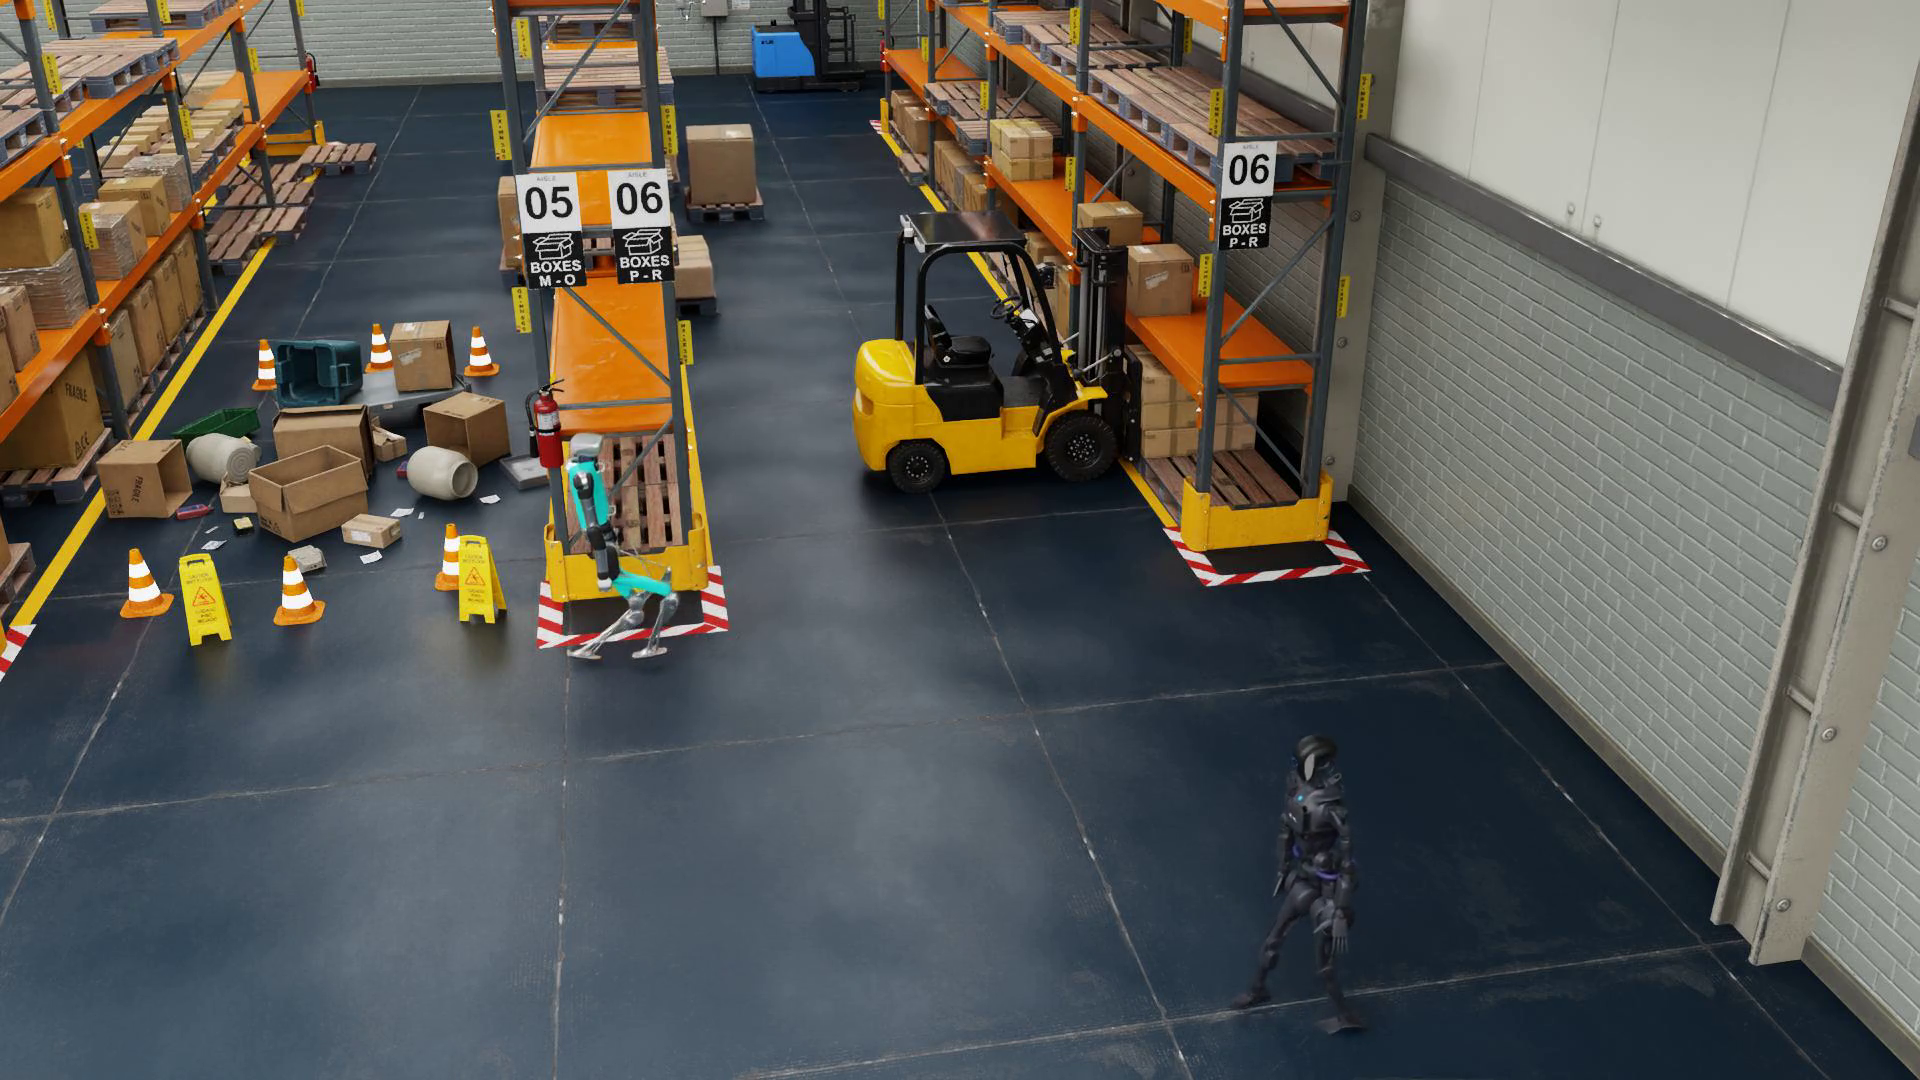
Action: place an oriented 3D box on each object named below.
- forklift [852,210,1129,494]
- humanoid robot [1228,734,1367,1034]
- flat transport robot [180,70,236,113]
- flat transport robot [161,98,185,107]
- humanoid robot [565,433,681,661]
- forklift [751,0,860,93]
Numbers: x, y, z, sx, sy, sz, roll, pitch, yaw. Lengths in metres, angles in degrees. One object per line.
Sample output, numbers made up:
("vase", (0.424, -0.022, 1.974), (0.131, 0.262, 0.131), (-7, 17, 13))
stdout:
("forklift", (0.216, -1.659, 14.366), (2.313, 2.155, 1.214), (-5, 26, -10))
("humanoid robot", (1.698, 1.691, 8.029), (0.570, 1.634, 0.627), (-10, 27, -20))
("flat transport robot", (-12.305, -7.038, 27.786), (1.431, 0.231, 0.659), (-12, 28, -24))
("flat transport robot", (-13.186, -7.644, 29.048), (0.659, 0.231, 1.431), (23, 34, 39))
("humanoid robot", (-2.261, 0.107, 11.217), (0.940, 1.762, 0.545), (-5, 26, -10))
("forklift", (-2.872, -9.679, 30.288), (1.873, 2.768, 1.129), (-5, 26, -10))
